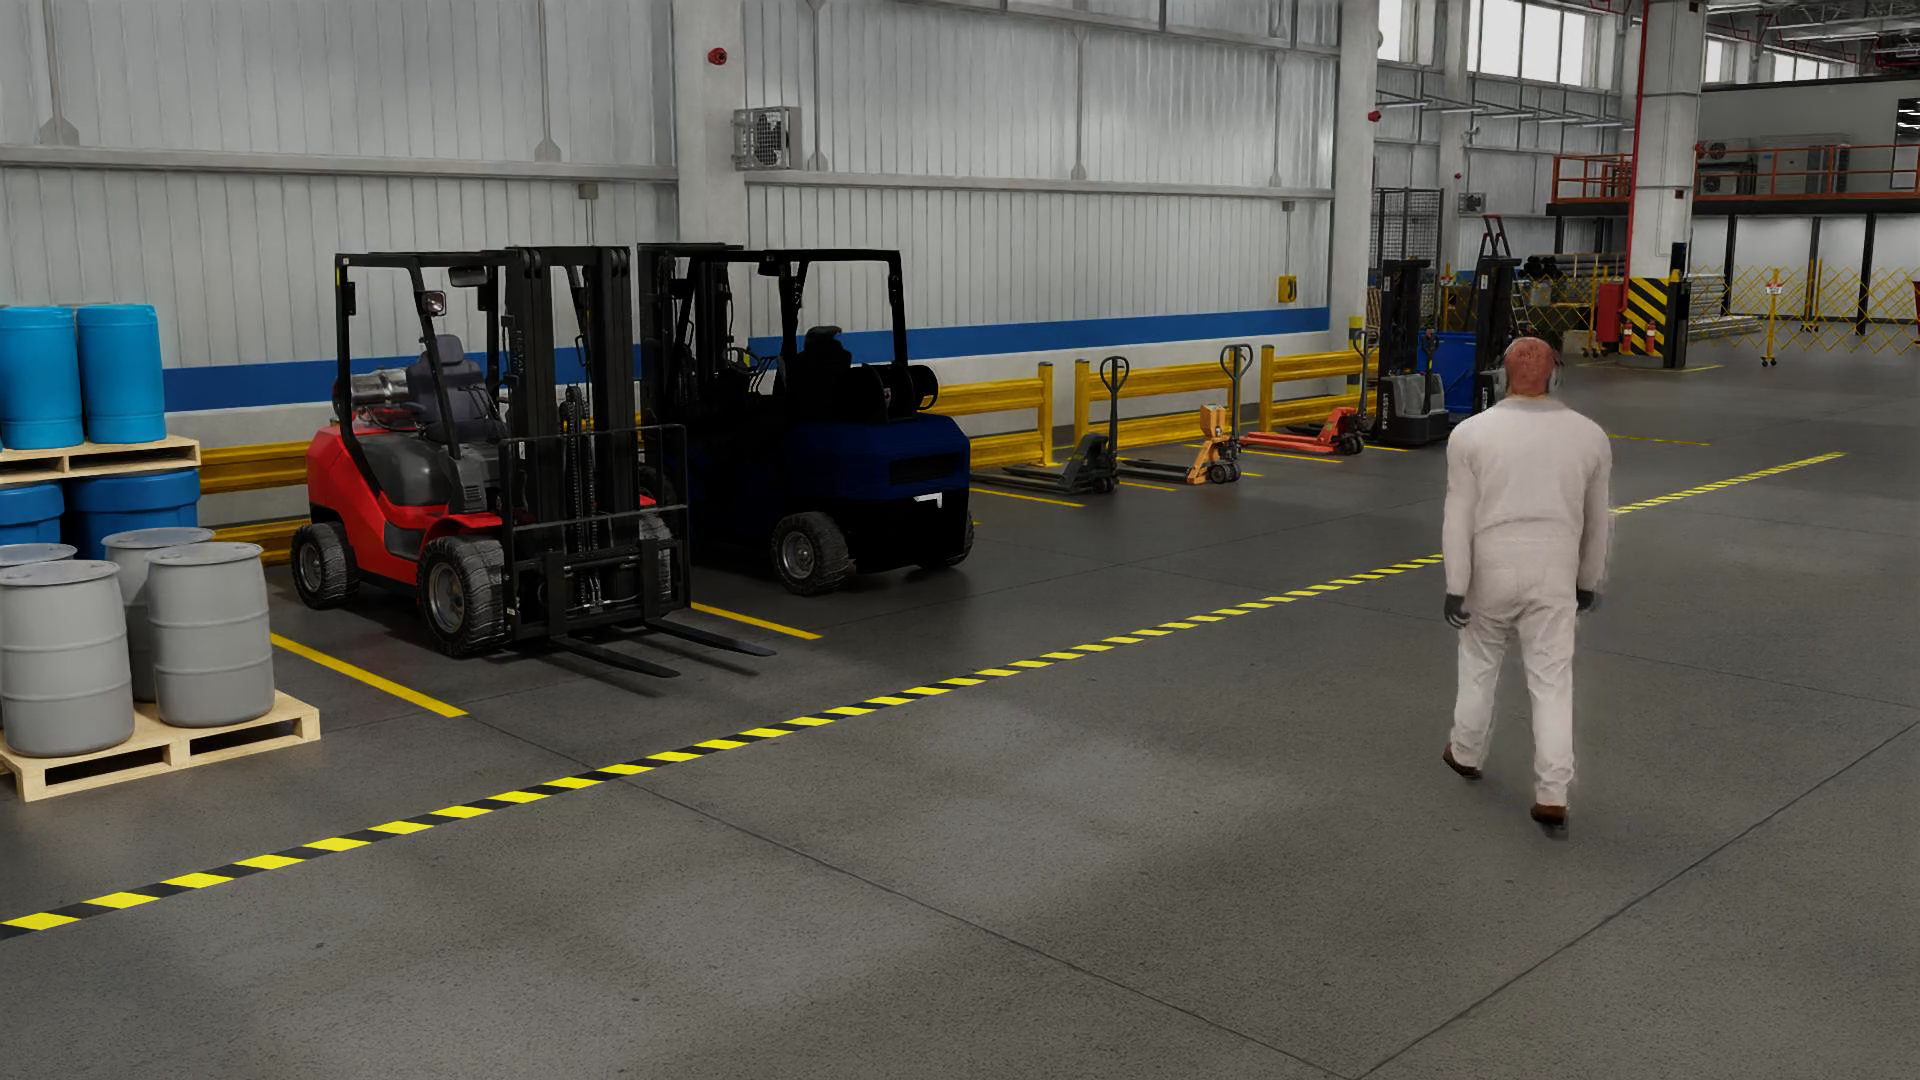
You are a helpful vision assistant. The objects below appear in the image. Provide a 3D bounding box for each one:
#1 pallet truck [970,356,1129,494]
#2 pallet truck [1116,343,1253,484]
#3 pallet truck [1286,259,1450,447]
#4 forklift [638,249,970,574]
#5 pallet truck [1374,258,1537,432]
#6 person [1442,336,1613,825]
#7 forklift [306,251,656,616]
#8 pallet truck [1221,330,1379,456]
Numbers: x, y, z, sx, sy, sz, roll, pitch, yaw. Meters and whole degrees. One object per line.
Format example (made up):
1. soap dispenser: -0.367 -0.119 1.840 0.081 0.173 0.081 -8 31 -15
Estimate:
1. pallet truck: 0.784 -1.085 14.876 0.680 1.201 1.601 -10 14 -44
2. pallet truck: 1.962 -1.215 15.415 1.522 1.261 0.704 10 14 43
3. pallet truck: 4.493 -2.078 18.196 0.823 1.965 1.885 -9 14 -40
4. forklift: -1.173 -0.958 11.239 2.680 1.987 1.157 10 14 43
5. pallet truck: 5.704 -2.208 18.901 1.885 1.965 0.823 10 14 43
6. person: 2.212 0.138 6.523 0.664 1.856 1.007 1 10 3
7. forklift: -2.833 -0.669 9.694 1.157 1.987 2.680 -10 14 -44
8. pallet truck: 3.563 -1.581 17.381 0.653 1.274 1.630 -10 14 -44
